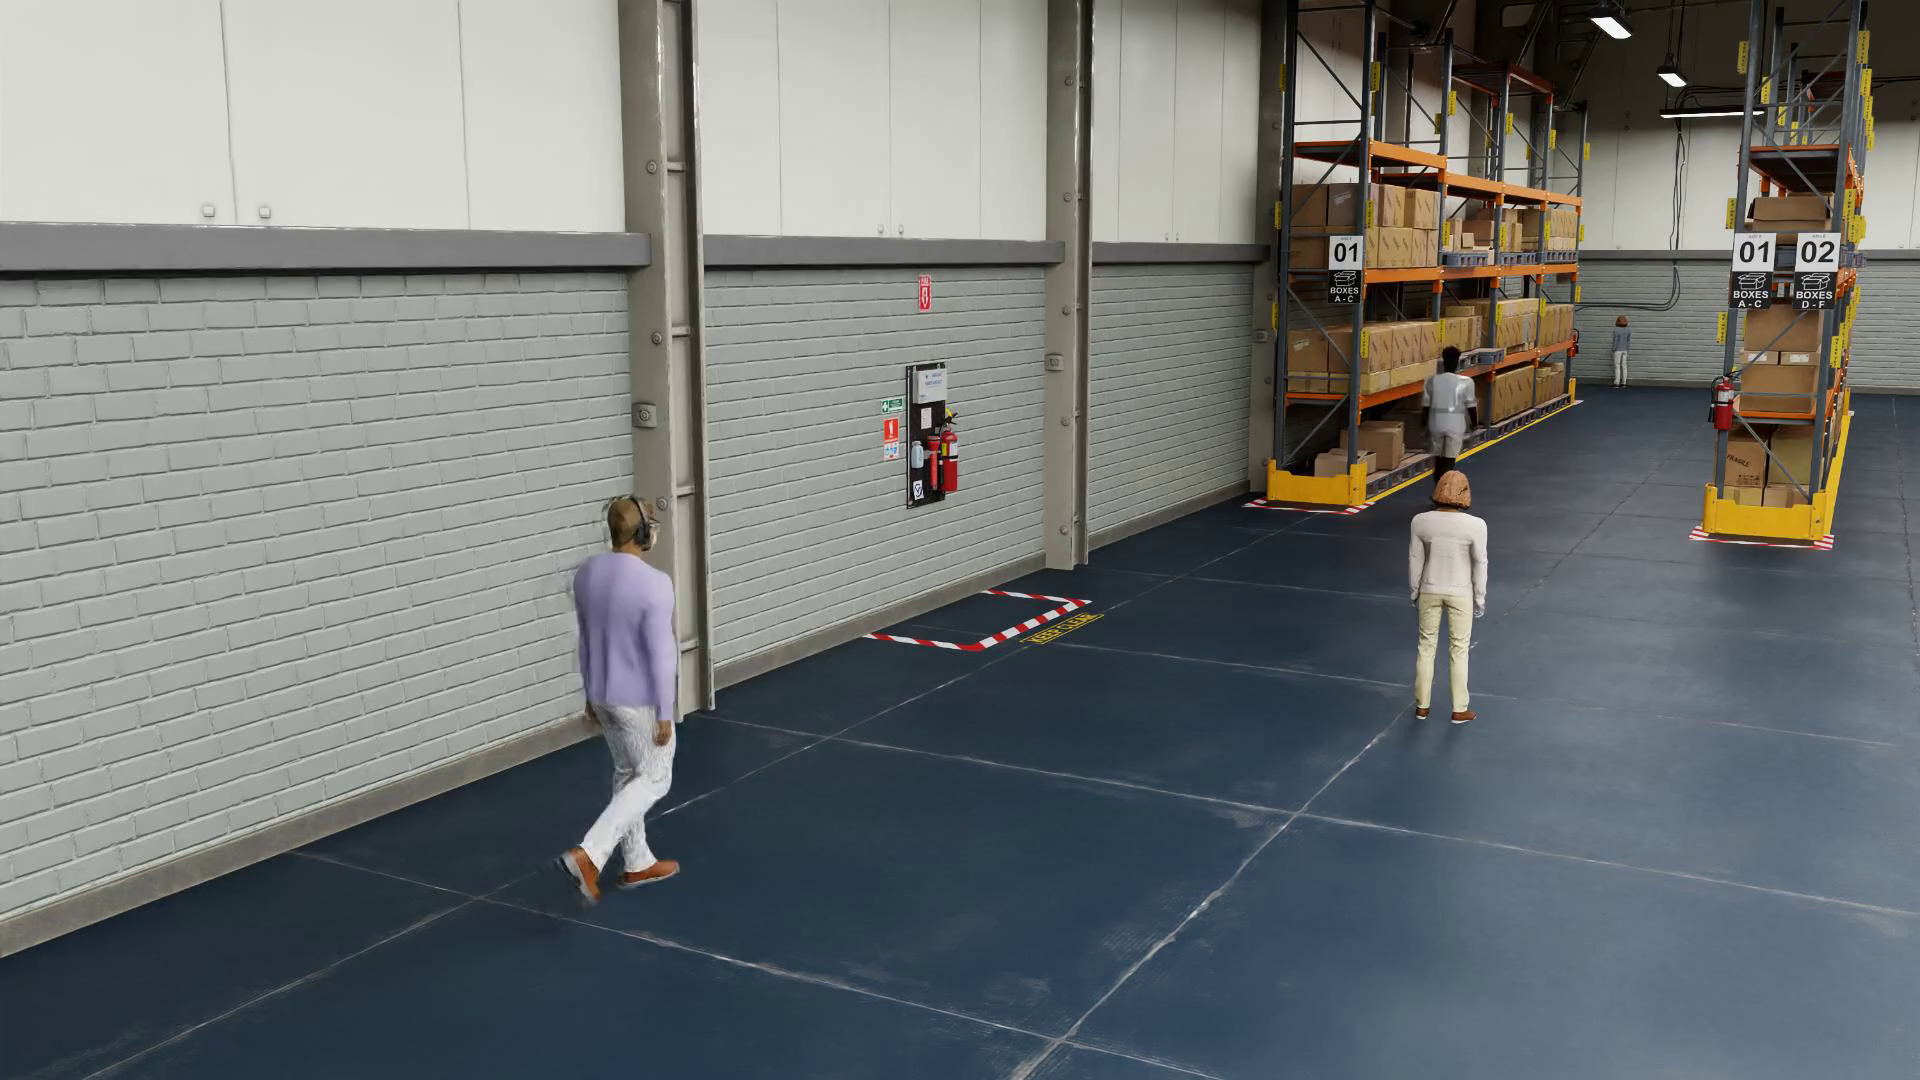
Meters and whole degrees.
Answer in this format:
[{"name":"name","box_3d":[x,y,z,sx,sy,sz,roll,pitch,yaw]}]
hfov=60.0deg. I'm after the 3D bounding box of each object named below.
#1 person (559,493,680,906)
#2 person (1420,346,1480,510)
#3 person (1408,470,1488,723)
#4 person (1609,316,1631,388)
[{"name":"person","box_3d":[-1.579,0.747,7.651,0.634,1.923,0.689,8,12,38]},{"name":"person","box_3d":[5.825,-1.318,19.688,0.632,1.929,0.897,8,12,38]},{"name":"person","box_3d":[3.133,0.364,10.700,0.502,1.633,0.280,6,11,30]},{"name":"person","box_3d":[15.056,-4.287,37.929,0.507,1.632,0.273,-4,11,-24]}]
